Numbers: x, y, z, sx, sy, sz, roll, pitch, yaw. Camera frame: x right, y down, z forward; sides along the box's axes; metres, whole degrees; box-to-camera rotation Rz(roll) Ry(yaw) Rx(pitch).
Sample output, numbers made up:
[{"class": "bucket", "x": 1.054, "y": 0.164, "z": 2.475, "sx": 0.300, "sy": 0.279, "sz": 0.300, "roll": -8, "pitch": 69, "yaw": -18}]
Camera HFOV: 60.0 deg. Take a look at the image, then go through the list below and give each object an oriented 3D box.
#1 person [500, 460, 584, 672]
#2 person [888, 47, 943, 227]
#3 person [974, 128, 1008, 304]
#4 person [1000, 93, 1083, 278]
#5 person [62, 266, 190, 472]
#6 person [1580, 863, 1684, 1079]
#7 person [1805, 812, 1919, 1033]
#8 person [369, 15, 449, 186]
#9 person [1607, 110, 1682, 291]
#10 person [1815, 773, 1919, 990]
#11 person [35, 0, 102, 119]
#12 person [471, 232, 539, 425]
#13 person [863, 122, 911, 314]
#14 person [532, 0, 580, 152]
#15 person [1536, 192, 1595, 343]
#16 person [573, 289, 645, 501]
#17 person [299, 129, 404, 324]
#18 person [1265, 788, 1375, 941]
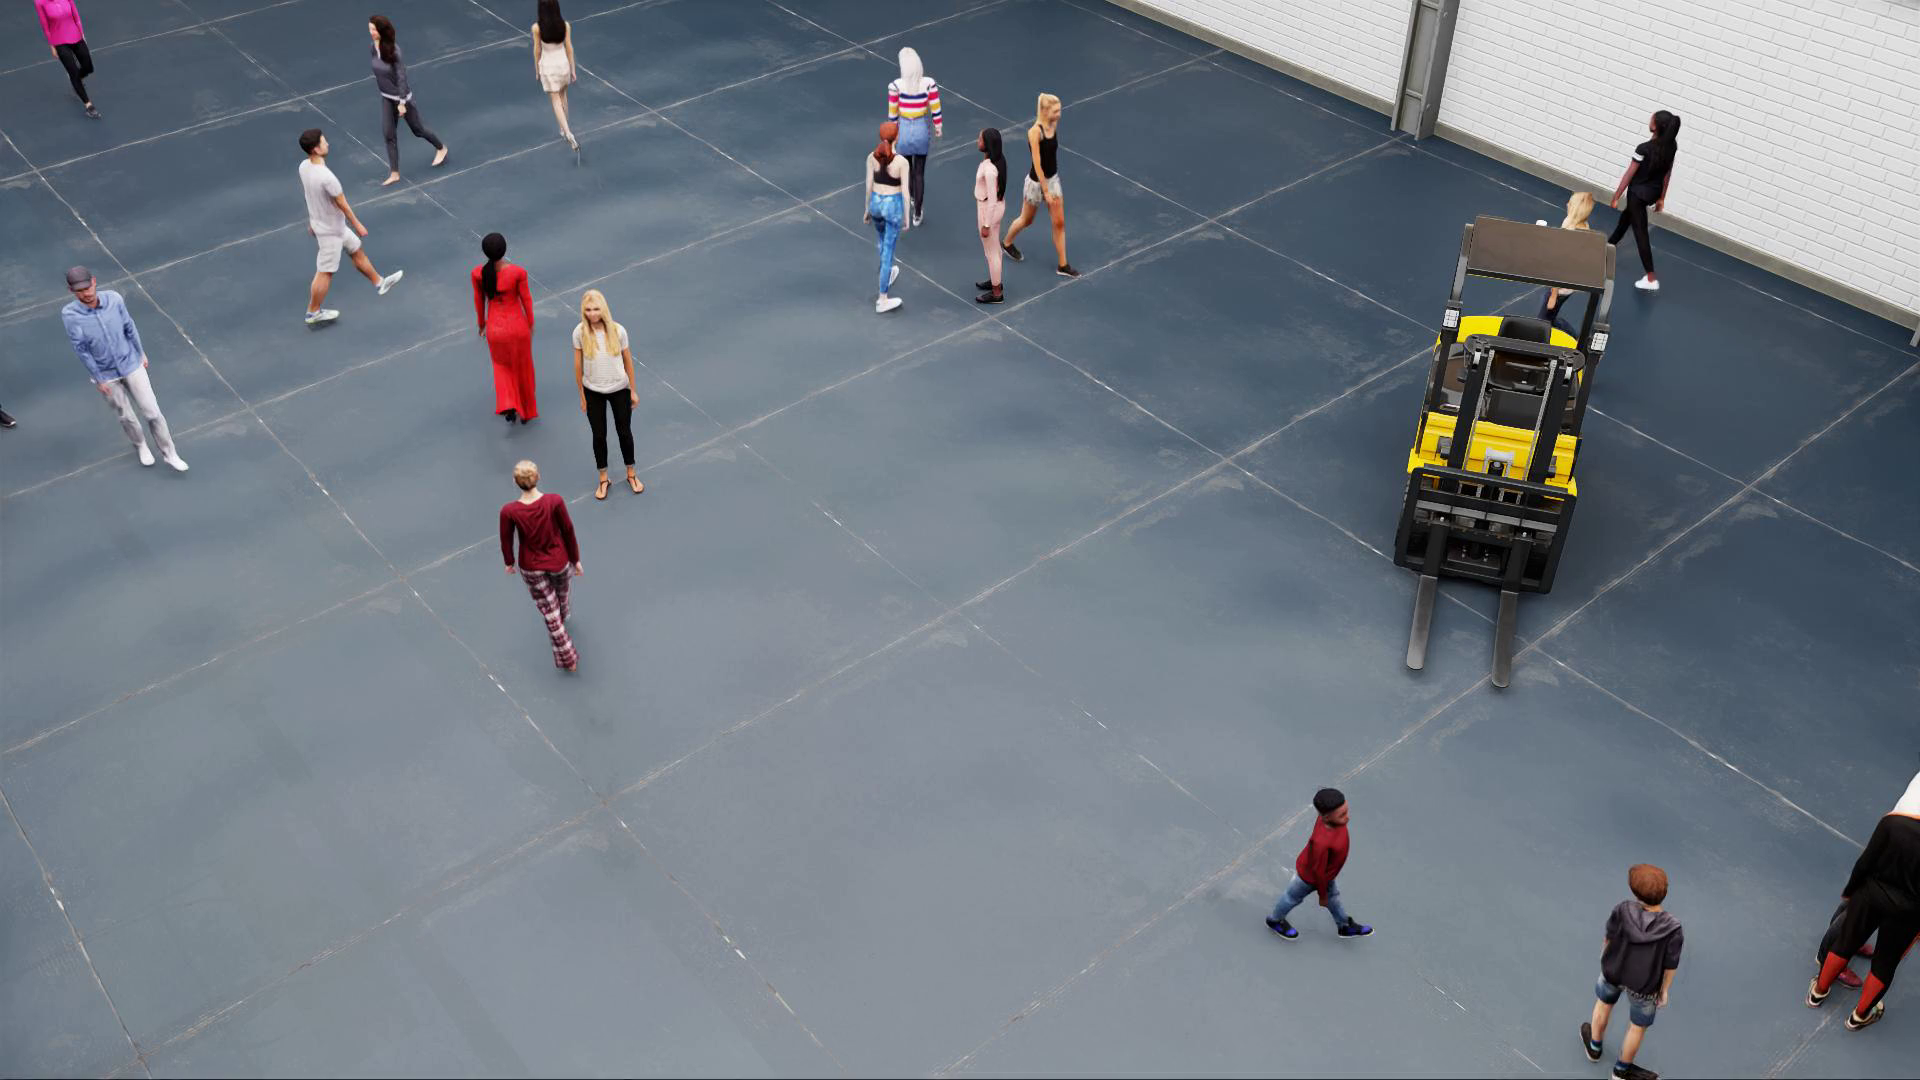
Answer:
[{"class": "person", "x": -2.846, "y": 0.201, "z": 11.460, "sx": 0.848, "sy": 1.666, "sz": 1.097, "roll": -15, "pitch": 41, "yaw": -18}, {"class": "person", "x": -0.468, "y": -3.992, "z": 16.622, "sx": 0.996, "sy": 1.776, "sz": 1.087, "roll": -1, "pitch": 39, "yaw": -2}, {"class": "person", "x": 0.288, "y": -3.017, "z": 15.447, "sx": 0.741, "sy": 1.720, "sz": 0.682, "roll": 3, "pitch": 39, "yaw": 4}, {"class": "person", "x": 0.692, "y": -3.410, "z": 15.874, "sx": 1.188, "sy": 1.801, "sz": 0.688, "roll": 28, "pitch": 46, "yaw": 31}, {"class": "person", "x": -6.785, "y": -1.415, "z": 13.322, "sx": 0.673, "sy": 1.867, "sz": 0.826, "roll": -27, "pitch": 46, "yaw": -30}, {"class": "person", "x": 3.639, "y": 2.363, "z": 8.946, "sx": 0.786, "sy": 1.426, "sz": 0.518, "roll": -26, "pitch": 45, "yaw": -28}, {"class": "person", "x": 5.097, "y": 1.990, "z": 9.107, "sx": 0.704, "sy": 1.807, "sz": 0.482, "roll": -31, "pitch": 48, "yaw": -33}, {"class": "person", "x": -5.844, "y": -4.667, "z": 17.504, "sx": 1.145, "sy": 1.731, "sz": 0.983, "roll": 17, "pitch": 42, "yaw": 20}, {"class": "person", "x": 6.485, "y": -3.168, "z": 15.664, "sx": 0.852, "sy": 1.685, "sz": 1.288, "roll": -16, "pitch": 41, "yaw": -19}, {"class": "person", "x": 5.273, "y": 1.788, "z": 9.373, "sx": 0.580, "sy": 1.803, "sz": 0.675, "roll": 29, "pitch": 47, "yaw": 31}, {"class": "person", "x": -10.098, "y": -5.628, "z": 18.753, "sx": 0.891, "sy": 1.684, "sz": 0.640, "roll": 31, "pitch": 48, "yaw": 32}, {"class": "person", "x": -3.748, "y": -1.673, "z": 13.728, "sx": 0.807, "sy": 1.774, "sz": 0.871, "roll": -5, "pitch": 39, "yaw": -6}, {"class": "person", "x": -0.701, "y": -2.958, "z": 15.353, "sx": 1.006, "sy": 1.755, "sz": 0.949, "roll": 15, "pitch": 41, "yaw": 18}, {"class": "person", "x": -4.343, "y": -5.003, "z": 17.944, "sx": 0.773, "sy": 1.707, "sz": 1.074, "roll": -16, "pitch": 41, "yaw": -19}, {"class": "person", "x": 5.246, "y": -2.136, "z": 14.284, "sx": 1.004, "sy": 1.794, "sz": 0.818, "roll": 17, "pitch": 42, "yaw": 20}, {"class": "person", "x": -2.767, "y": -1.161, "z": 13.037, "sx": 0.688, "sy": 1.826, "sz": 0.684, "roll": -8, "pitch": 39, "yaw": -10}, {"class": "person", "x": -5.799, "y": -2.786, "z": 15.099, "sx": 0.727, "sy": 1.793, "sz": 1.182, "roll": -29, "pitch": 47, "yaw": -31}, {"class": "person", "x": 2.016, "y": 1.892, "z": 9.691, "sx": 0.921, "sy": 1.231, "sz": 0.730, "roll": 16, "pitch": 41, "yaw": 19}]
